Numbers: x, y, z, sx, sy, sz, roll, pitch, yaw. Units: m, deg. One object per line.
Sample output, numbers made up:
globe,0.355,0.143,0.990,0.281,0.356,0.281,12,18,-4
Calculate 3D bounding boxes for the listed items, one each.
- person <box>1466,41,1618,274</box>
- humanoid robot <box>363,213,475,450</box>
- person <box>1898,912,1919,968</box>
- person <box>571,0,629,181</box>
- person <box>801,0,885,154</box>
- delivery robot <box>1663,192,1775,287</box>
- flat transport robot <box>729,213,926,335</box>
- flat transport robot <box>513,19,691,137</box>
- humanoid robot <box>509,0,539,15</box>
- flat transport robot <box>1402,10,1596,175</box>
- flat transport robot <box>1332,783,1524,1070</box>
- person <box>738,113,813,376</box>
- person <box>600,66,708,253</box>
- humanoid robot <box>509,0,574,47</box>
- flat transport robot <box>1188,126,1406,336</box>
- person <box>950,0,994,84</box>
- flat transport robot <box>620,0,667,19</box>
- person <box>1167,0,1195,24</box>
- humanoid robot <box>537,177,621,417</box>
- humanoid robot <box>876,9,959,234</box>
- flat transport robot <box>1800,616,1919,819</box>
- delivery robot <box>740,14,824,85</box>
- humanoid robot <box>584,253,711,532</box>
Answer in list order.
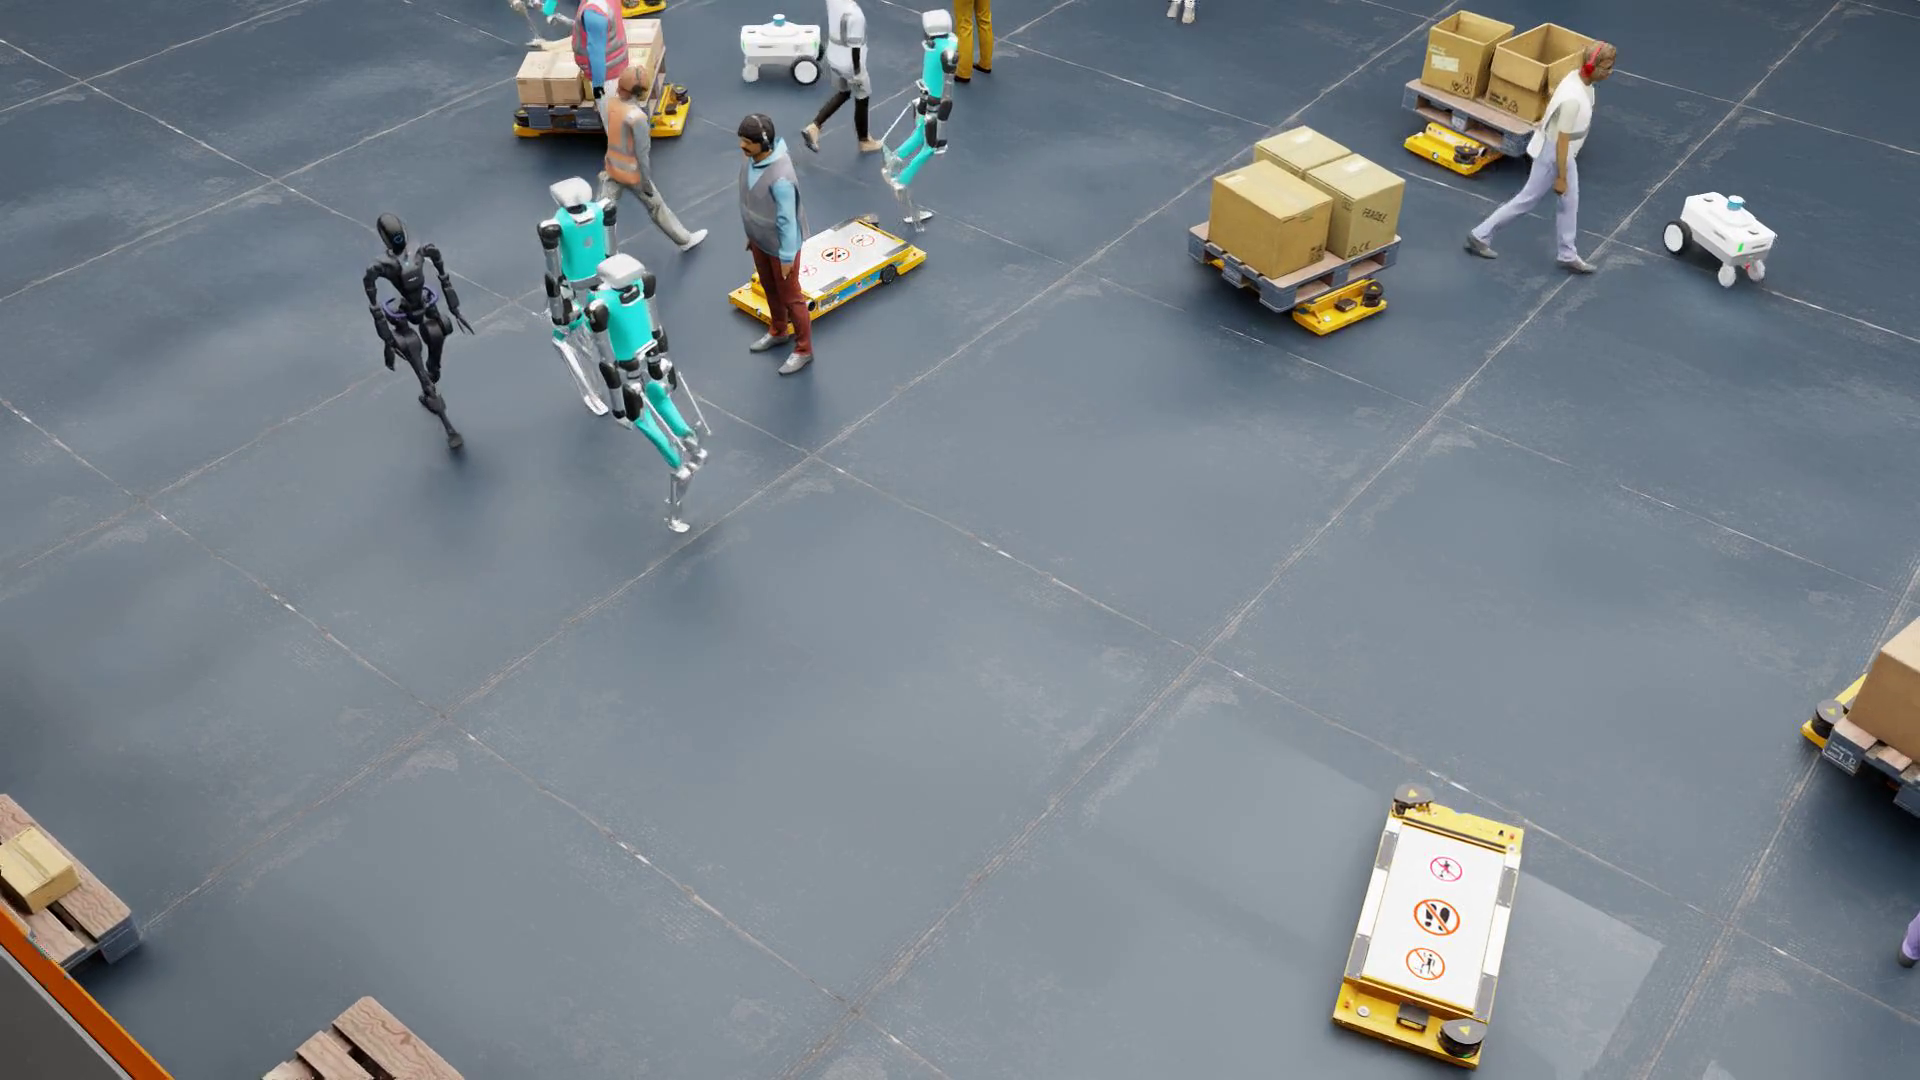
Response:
person,4.355,-2.828,12.232,0.959,1.792,0.592,20,44,22
humanoid robot,-3.438,-1.386,10.656,0.610,1.623,0.775,-30,48,-30
person,4.648,1.345,7.287,0.560,1.838,0.376,31,49,32
person,-2.861,-3.772,13.314,0.431,1.836,0.629,-1,40,-1
person,-0.960,-3.898,13.570,0.645,1.675,0.539,-21,45,-23
delivery robot,5.775,-2.321,12.602,0.499,0.614,0.812,-12,42,-14
flat transport robot,-0.979,-2.005,12.437,0.659,0.231,1.431,31,49,31
flat transport robot,-3.108,-3.741,14.479,1.431,0.231,0.659,0,40,0
humanoid robot,-4.299,-5.891,15.832,0.720,1.737,0.530,32,50,32
flat transport robot,4.530,-3.517,14.215,1.431,0.231,0.659,-28,48,-29
flat transport robot,2.267,1.805,7.955,0.659,0.231,1.431,15,43,17
person,-1.240,-2.011,11.212,0.417,1.870,0.536,-27,47,-28
person,-2.400,-2.738,12.300,0.973,1.556,0.526,-27,47,-28
humanoid robot,-3.793,-5.232,15.104,1.023,1.736,0.581,-16,43,-18
flat transport robot,2.452,-2.013,12.446,0.659,0.231,1.431,-24,46,-26
person,0.098,-4.937,14.746,0.343,1.747,0.529,30,49,31
flat transport robot,-3.535,-5.548,16.604,0.659,0.231,1.431,-22,45,-24
person,2.106,-5.815,15.685,0.573,1.864,0.592,12,42,14
humanoid robot,-2.513,-1.568,10.834,0.533,1.848,0.675,-30,49,-31
humanoid robot,-0.363,-3.094,12.609,0.682,1.825,0.550,-12,42,-13
flat transport robot,5.221,1.219,8.644,0.659,0.231,1.431,-27,47,-28
delivery robot,-1.625,-4.476,15.113,0.767,0.583,0.499,0,40,0
humanoid robot,-1.743,-0.829,9.919,0.743,1.787,0.532,21,45,23
